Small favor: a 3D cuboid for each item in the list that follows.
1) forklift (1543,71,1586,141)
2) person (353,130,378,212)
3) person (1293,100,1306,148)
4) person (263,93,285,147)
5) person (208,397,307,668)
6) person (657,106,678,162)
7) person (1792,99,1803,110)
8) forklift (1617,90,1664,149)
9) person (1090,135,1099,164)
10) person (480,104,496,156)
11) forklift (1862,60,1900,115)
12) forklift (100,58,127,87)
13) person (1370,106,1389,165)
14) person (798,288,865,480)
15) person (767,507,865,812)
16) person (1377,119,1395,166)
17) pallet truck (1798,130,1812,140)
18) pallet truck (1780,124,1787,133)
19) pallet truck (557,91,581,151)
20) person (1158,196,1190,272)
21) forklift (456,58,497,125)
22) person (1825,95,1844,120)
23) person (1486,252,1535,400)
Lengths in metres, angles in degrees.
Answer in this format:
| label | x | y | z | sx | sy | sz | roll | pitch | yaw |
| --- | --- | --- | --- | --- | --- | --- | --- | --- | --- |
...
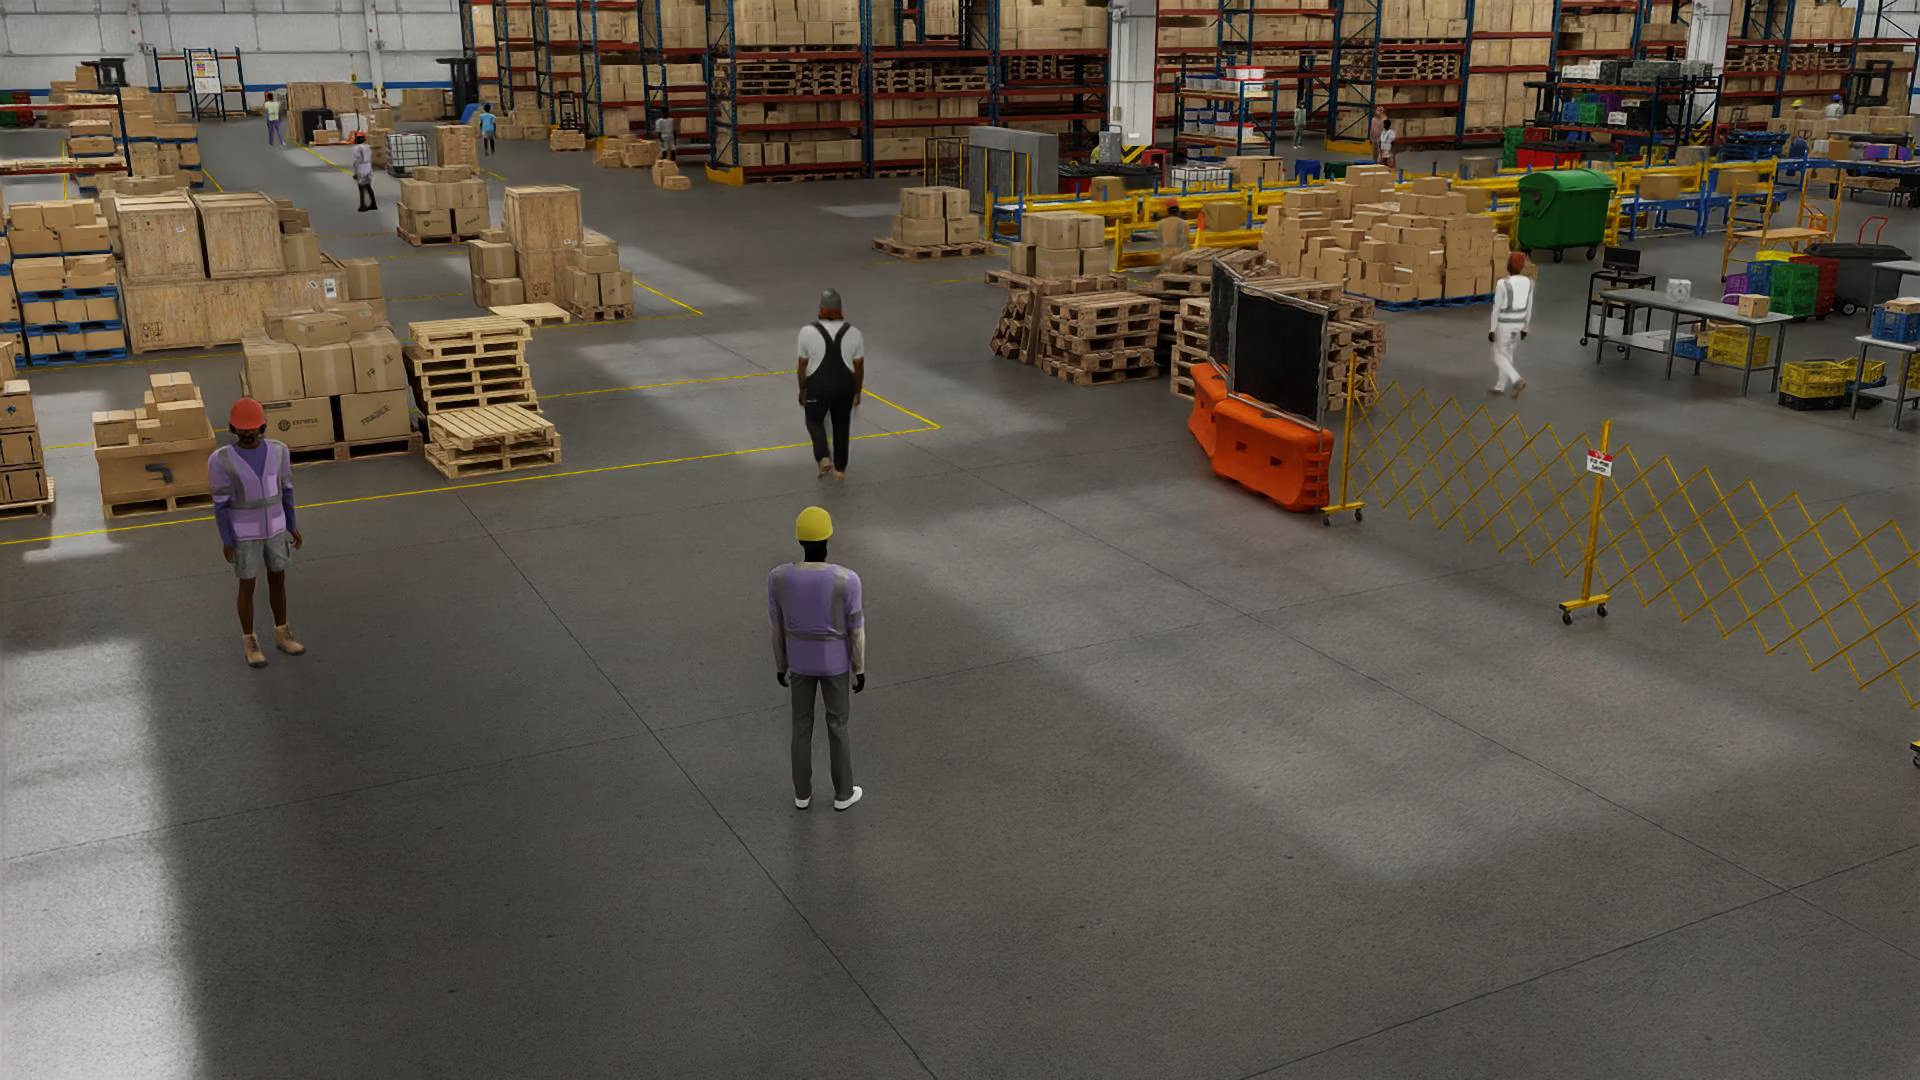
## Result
| label | x | y | z | sx | sy | sz | roll | pitch | yaw |
| --- | --- | --- | --- | --- | --- | --- | --- | --- | --- |
| forklift | 18.685 | -13.231 | 52.085 | 1.873 | 2.768 | 1.129 | -9 | 20 | -26 |
| person | -14.412 | -8.909 | 40.164 | 0.426 | 1.915 | 0.616 | 8 | 19 | 22 |
| person | 11.873 | -14.512 | 58.083 | 0.500 | 1.636 | 0.286 | -9 | 20 | -27 |
| person | -24.154 | -14.778 | 58.538 | 1.005 | 1.877 | 0.591 | 17 | 24 | 42 |
| person | -5.215 | -0.072 | 12.412 | 0.394 | 2.040 | 0.609 | 16 | 24 | 40 |
| person | -8.672 | -11.877 | 49.359 | 0.631 | 1.951 | 0.430 | -13 | 22 | -35 |
| person | 28.105 | -13.885 | 55.859 | 0.520 | 1.801 | 0.664 | 7 | 19 | 20 |
| forklift | 23.009 | -14.656 | 56.526 | 1.873 | 2.768 | 1.129 | -9 | 20 | -26 |
| person | 3.430 | -9.340 | 41.859 | 0.319 | 1.698 | 0.532 | 1 | 18 | 4 |
| person | -15.668 | -13.611 | 55.229 | 0.540 | 1.667 | 0.804 | -3 | 18 | -10 |
| forklift | 34.736 | -16.781 | 63.150 | 1.873 | 2.768 | 1.129 | -9 | 20 | -26 |
| forklift | -33.134 | -17.500 | 65.392 | 1.129 | 2.768 | 1.873 | 7 | 19 | 21 |
| person | 12.602 | -12.091 | 50.123 | 0.399 | 1.900 | 0.636 | -14 | 23 | -37 |
| person | -1.337 | -1.608 | 17.201 | 0.701 | 2.000 | 0.551 | -4 | 18 | -13 |
| person | -0.857 | 0.731 | 10.088 | 0.587 | 1.930 | 0.355 | 2 | 18 | 8 |
| person | 12.178 | -11.218 | 47.739 | 0.521 | 1.673 | 0.548 | -8 | 20 | -24 |
| pallet truck | 25.526 | -11.556 | 49.408 | 1.630 | 1.274 | 0.653 | -9 | 20 | -26 |
| pallet truck | 25.206 | -12.542 | 52.601 | 1.601 | 1.201 | 0.680 | 0 | 18 | -2 |
| pallet truck | -13.495 | -14.412 | 57.188 | 0.823 | 1.965 | 1.885 | -3 | 18 | -9 |
| person | 3.406 | -4.485 | 26.381 | 0.564 | 1.914 | 0.432 | 12 | 22 | 34 |
| forklift | -19.308 | -17.522 | 65.460 | 1.873 | 2.768 | 1.129 | 6 | 19 | 17 |
| person | 29.741 | -14.161 | 56.573 | 1.007 | 1.894 | 0.611 | -8 | 20 | -25 |
| person | 6.893 | -2.654 | 20.747 | 0.590 | 1.864 | 0.652 | -8 | 20 | -24 |
